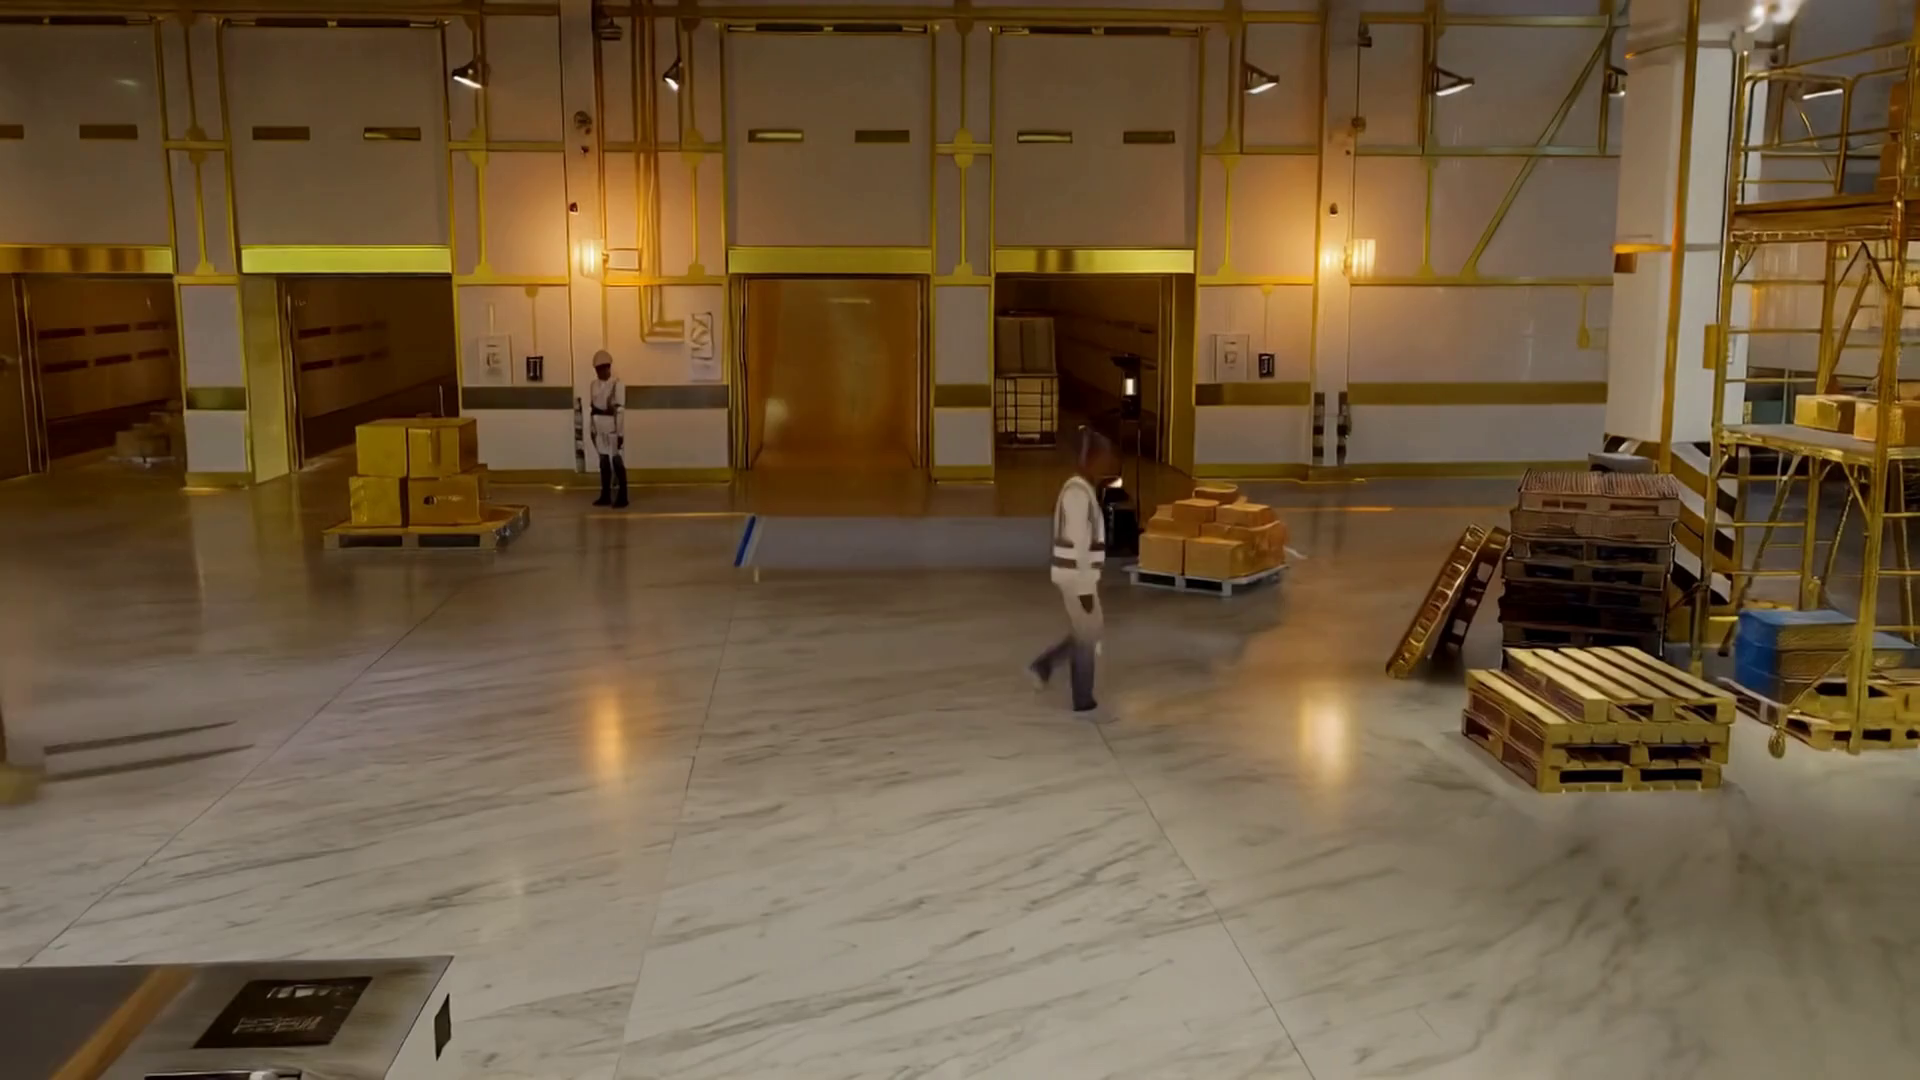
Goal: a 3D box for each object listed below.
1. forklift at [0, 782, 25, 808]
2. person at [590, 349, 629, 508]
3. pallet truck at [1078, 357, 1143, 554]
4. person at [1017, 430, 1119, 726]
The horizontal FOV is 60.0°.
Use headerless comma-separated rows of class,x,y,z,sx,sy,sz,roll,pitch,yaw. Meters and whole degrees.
forklift,-6.003,0.041,8.491,1.873,2.768,1.129,-6,11,-32
person,-4.301,-1.347,20.207,0.544,1.928,0.393,7,11,36
pallet truck,2.088,-0.836,16.757,1.885,1.965,0.823,2,9,13
person,0.697,0.241,10.408,0.554,1.868,0.574,1,9,8
